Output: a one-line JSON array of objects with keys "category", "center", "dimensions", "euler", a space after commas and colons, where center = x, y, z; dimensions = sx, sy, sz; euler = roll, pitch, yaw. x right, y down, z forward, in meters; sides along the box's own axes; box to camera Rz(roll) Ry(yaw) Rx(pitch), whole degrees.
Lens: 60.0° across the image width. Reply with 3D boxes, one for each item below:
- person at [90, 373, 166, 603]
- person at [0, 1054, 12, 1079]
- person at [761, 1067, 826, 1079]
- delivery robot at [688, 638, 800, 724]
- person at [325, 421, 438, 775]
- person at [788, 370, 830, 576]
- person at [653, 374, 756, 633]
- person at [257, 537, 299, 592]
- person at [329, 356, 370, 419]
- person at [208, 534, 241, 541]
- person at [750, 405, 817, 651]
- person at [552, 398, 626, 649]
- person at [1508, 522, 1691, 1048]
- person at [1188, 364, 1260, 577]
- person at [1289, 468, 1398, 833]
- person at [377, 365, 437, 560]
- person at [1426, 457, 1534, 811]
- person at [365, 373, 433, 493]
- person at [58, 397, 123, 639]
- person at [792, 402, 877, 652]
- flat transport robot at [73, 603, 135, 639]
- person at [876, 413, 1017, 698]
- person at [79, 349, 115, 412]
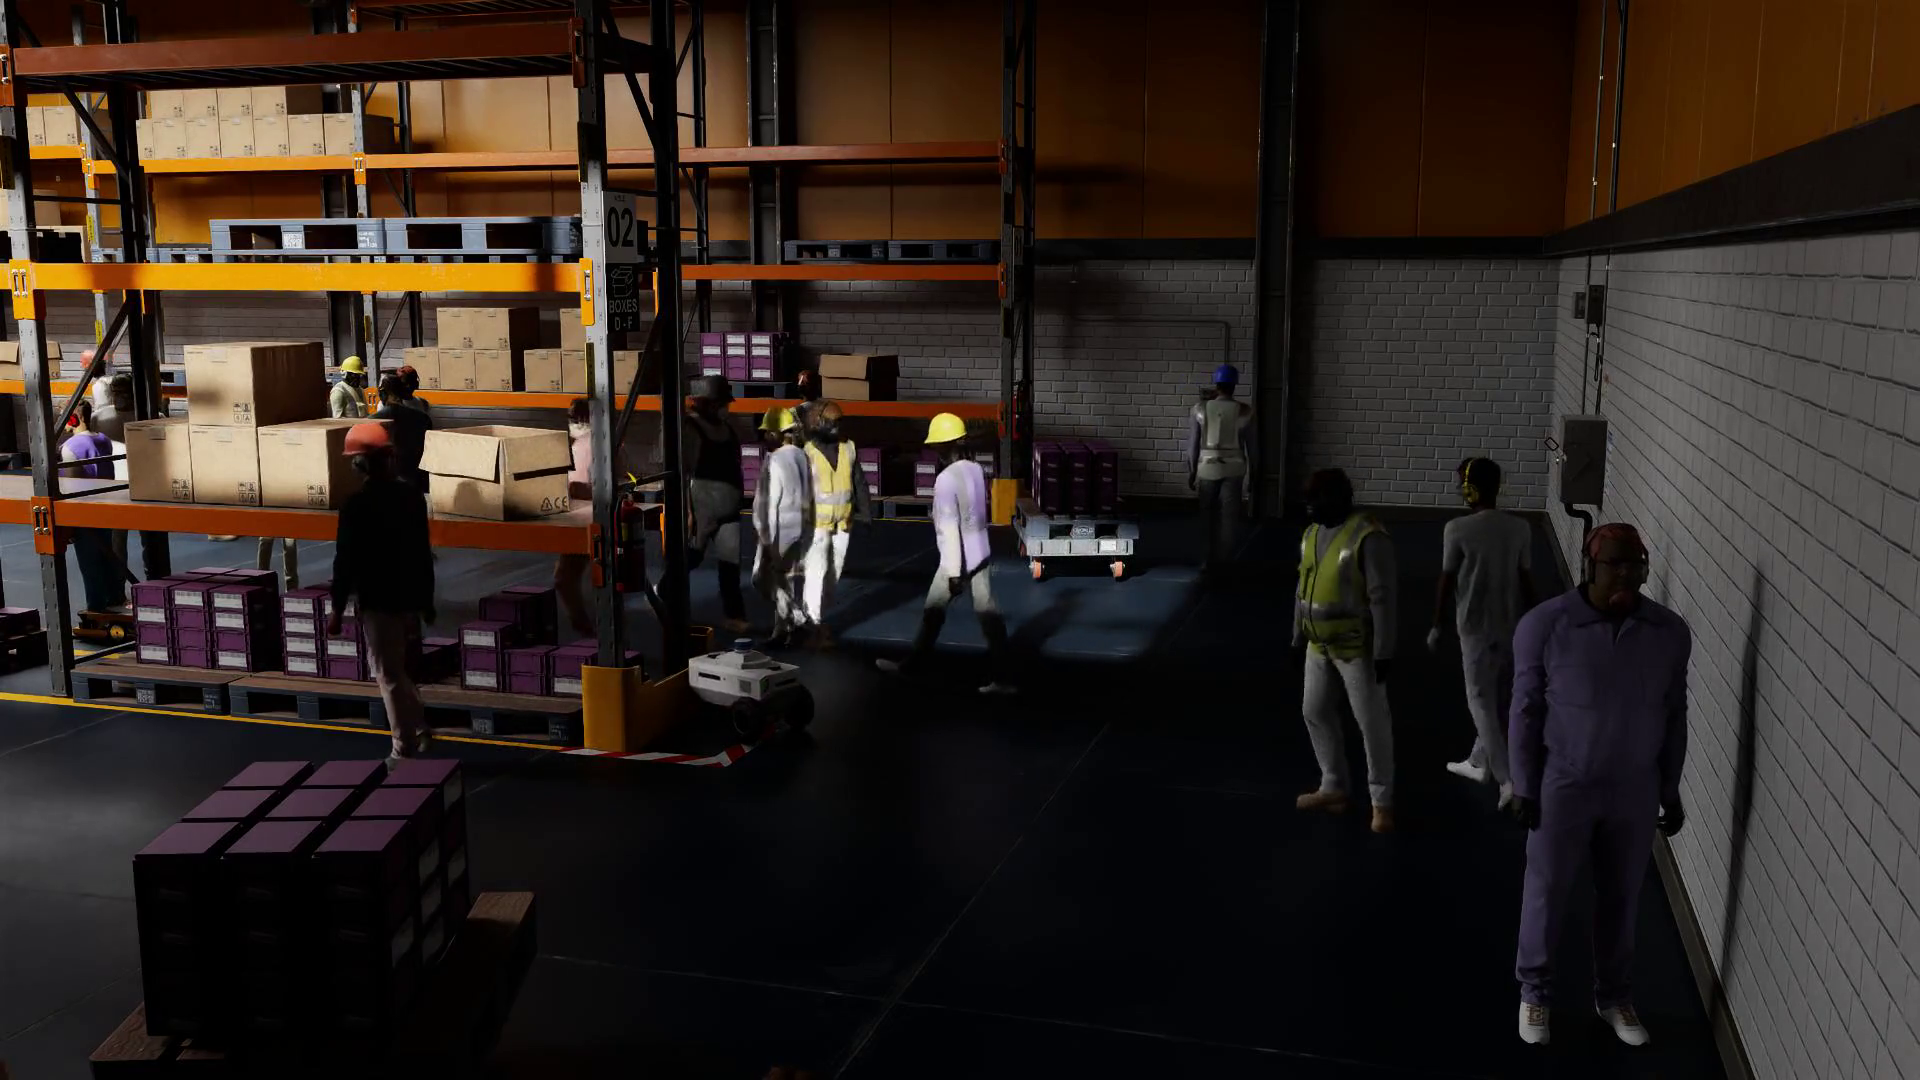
[{"category": "person", "center": [-6.932, -0.430, 13.922], "dimensions": [0.629, 1.937, 0.379], "euler": [-4, 10, -22]}, {"category": "person", "center": [-1.720, 1.412, 2.544], "dimensions": [0.553, 1.978, 0.649], "euler": [9, 13, 44]}, {"category": "person", "center": [-0.252, 1.584, 2.551], "dimensions": [0.500, 1.636, 0.280], "euler": [-1, 9, -6]}, {"category": "delivery robot", "center": [-1.314, 0.841, 10.085], "dimensions": [0.707, 0.478, 0.477], "euler": [7, 12, 36]}, {"category": "person", "center": [-3.171, 0.334, 9.149], "dimensions": [0.439, 1.972, 0.625], "euler": [3, 10, 16]}, {"category": "person", "center": [-1.352, -0.606, 15.149], "dimensions": [0.572, 1.885, 0.356], "euler": [-9, 13, -43]}, {"category": "person", "center": [-2.009, -0.316, 12.903], "dimensions": [0.903, 2.000, 0.685], "euler": [8, 12, 41]}, {"category": "person", "center": [-5.643, -0.370, 13.803], "dimensions": [0.328, 1.856, 0.519], "euler": [8, 12, 39]}, {"category": "person", "center": [-6.764, -1.133, 18.552], "dimensions": [0.404, 1.821, 0.590], "euler": [1, 9, 5]}, {"category": "person", "center": [-7.634, -0.899, 17.084], "dimensions": [0.358, 1.839, 0.510], "euler": [-1, 9, -5]}, {"category": "person", "center": [-1.283, -0.065, 12.058], "dimensions": [0.433, 1.818, 0.612], "euler": [3, 10, 20]}, {"category": "person", "center": [-2.661, -0.068, 11.860], "dimensions": [0.576, 1.886, 0.673], "euler": [3, 10, 16]}, {"category": "person", "center": [2.302, 0.882, 5.996], "dimensions": [0.639, 1.913, 0.409], "euler": [0, 9, 1]}, {"category": "person", "center": [2.422, -0.640, 15.226], "dimensions": [0.644, 1.921, 0.656], "euler": [3, 10, 15]}, {"category": "person", "center": [1.951, 0.543, 8.404], "dimensions": [0.463, 1.805, 0.687], "euler": [-5, 10, -26]}, {"category": "person", "center": [-5.252, -0.719, 15.831], "dimensions": [0.354, 1.886, 0.572], "euler": [7, 12, 36]}, {"category": "person", "center": [2.793, 0.479, 8.735], "dimensions": [0.507, 1.835, 0.845], "euler": [-3, 10, -20]}, {"category": "person", "center": [-4.680, -0.423, 13.863], "dimensions": [0.372, 1.940, 0.632], "euler": [7, 12, 36]}, {"category": "person", "center": [-6.587, -0.169, 12.632], "dimensions": [0.378, 1.836, 0.561], "euler": [0, 9, -1]}, {"category": "person", "center": [-0.997, -0.118, 12.380], "dimensions": [0.642, 1.813, 0.611], "euler": [-8, 12, -39]}, {"category": "flat transport robot", "center": [-5.906, 0.611, 12.632], "dimensions": [1.431, 0.197, 0.652], "euler": [2, 10, 15]}, {"category": "person", "center": [-0.054, 0.098, 10.917], "dimensions": [1.028, 1.856, 0.627], "euler": [5, 11, 28]}, {"category": "person", "center": [-9.732, -1.272, 19.244], "dimensions": [0.918, 1.884, 0.620], "euler": [0, 9, -1]}]
